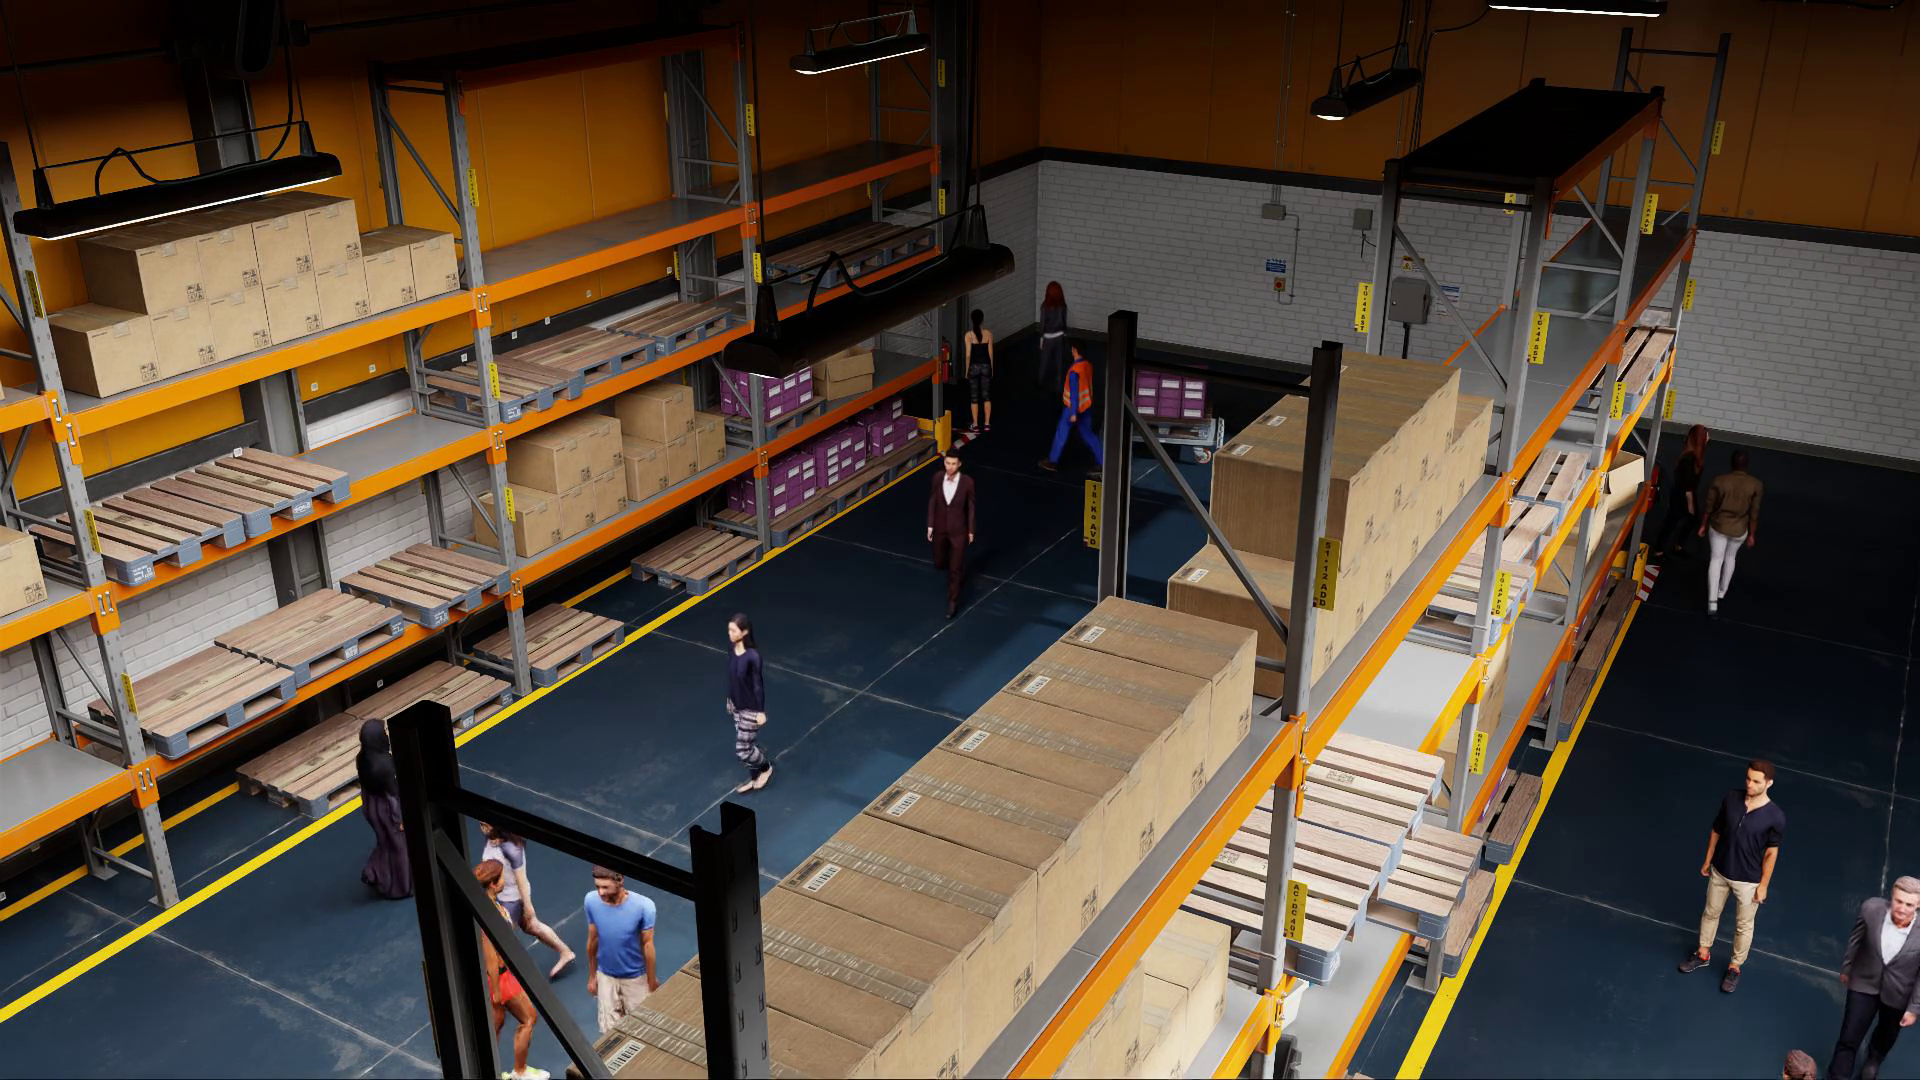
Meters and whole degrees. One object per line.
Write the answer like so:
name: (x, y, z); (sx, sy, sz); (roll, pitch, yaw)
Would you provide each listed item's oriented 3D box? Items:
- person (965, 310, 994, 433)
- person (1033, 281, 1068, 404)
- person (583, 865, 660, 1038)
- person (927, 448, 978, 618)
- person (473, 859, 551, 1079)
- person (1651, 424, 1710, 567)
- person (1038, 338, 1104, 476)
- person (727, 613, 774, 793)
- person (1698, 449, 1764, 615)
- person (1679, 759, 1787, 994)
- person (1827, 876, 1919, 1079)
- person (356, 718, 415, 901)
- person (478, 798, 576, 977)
person: (0.270, -2.358, 23.135); (0.650, 1.727, 0.697); (-4, 24, -9)
person: (1.380, -2.850, 24.250); (1.016, 1.737, 1.090); (-5, 24, -12)
person: (-2.209, 2.844, 11.097); (0.819, 1.838, 1.020); (5, 24, 10)
person: (-0.079, -0.138, 17.908); (0.800, 1.848, 1.085); (8, 25, 17)
person: (-3.166, 2.922, 11.005); (0.790, 1.769, 0.723); (-11, 26, -23)
person: (8.138, -0.519, 18.967); (0.690, 1.697, 0.603); (15, 28, 31)
person: (1.610, -1.659, 21.436); (0.759, 1.808, 1.152); (11, 26, 24)
person: (-1.790, 1.408, 14.524); (0.741, 1.725, 0.729); (-17, 29, -34)
person: (8.209, -0.058, 17.785); (0.874, 1.798, 1.199); (8, 25, 17)
person: (5.653, 2.403, 12.080); (0.637, 1.859, 0.692); (-19, 30, -37)
person: (6.103, 2.935, 10.965); (0.782, 1.778, 1.251); (17, 29, 35)
person: (-4.560, 2.123, 13.035); (0.851, 1.606, 0.731); (-20, 31, -38)
person: (-3.151, 2.547, 12.005); (1.191, 1.655, 0.910); (-16, 28, -33)
